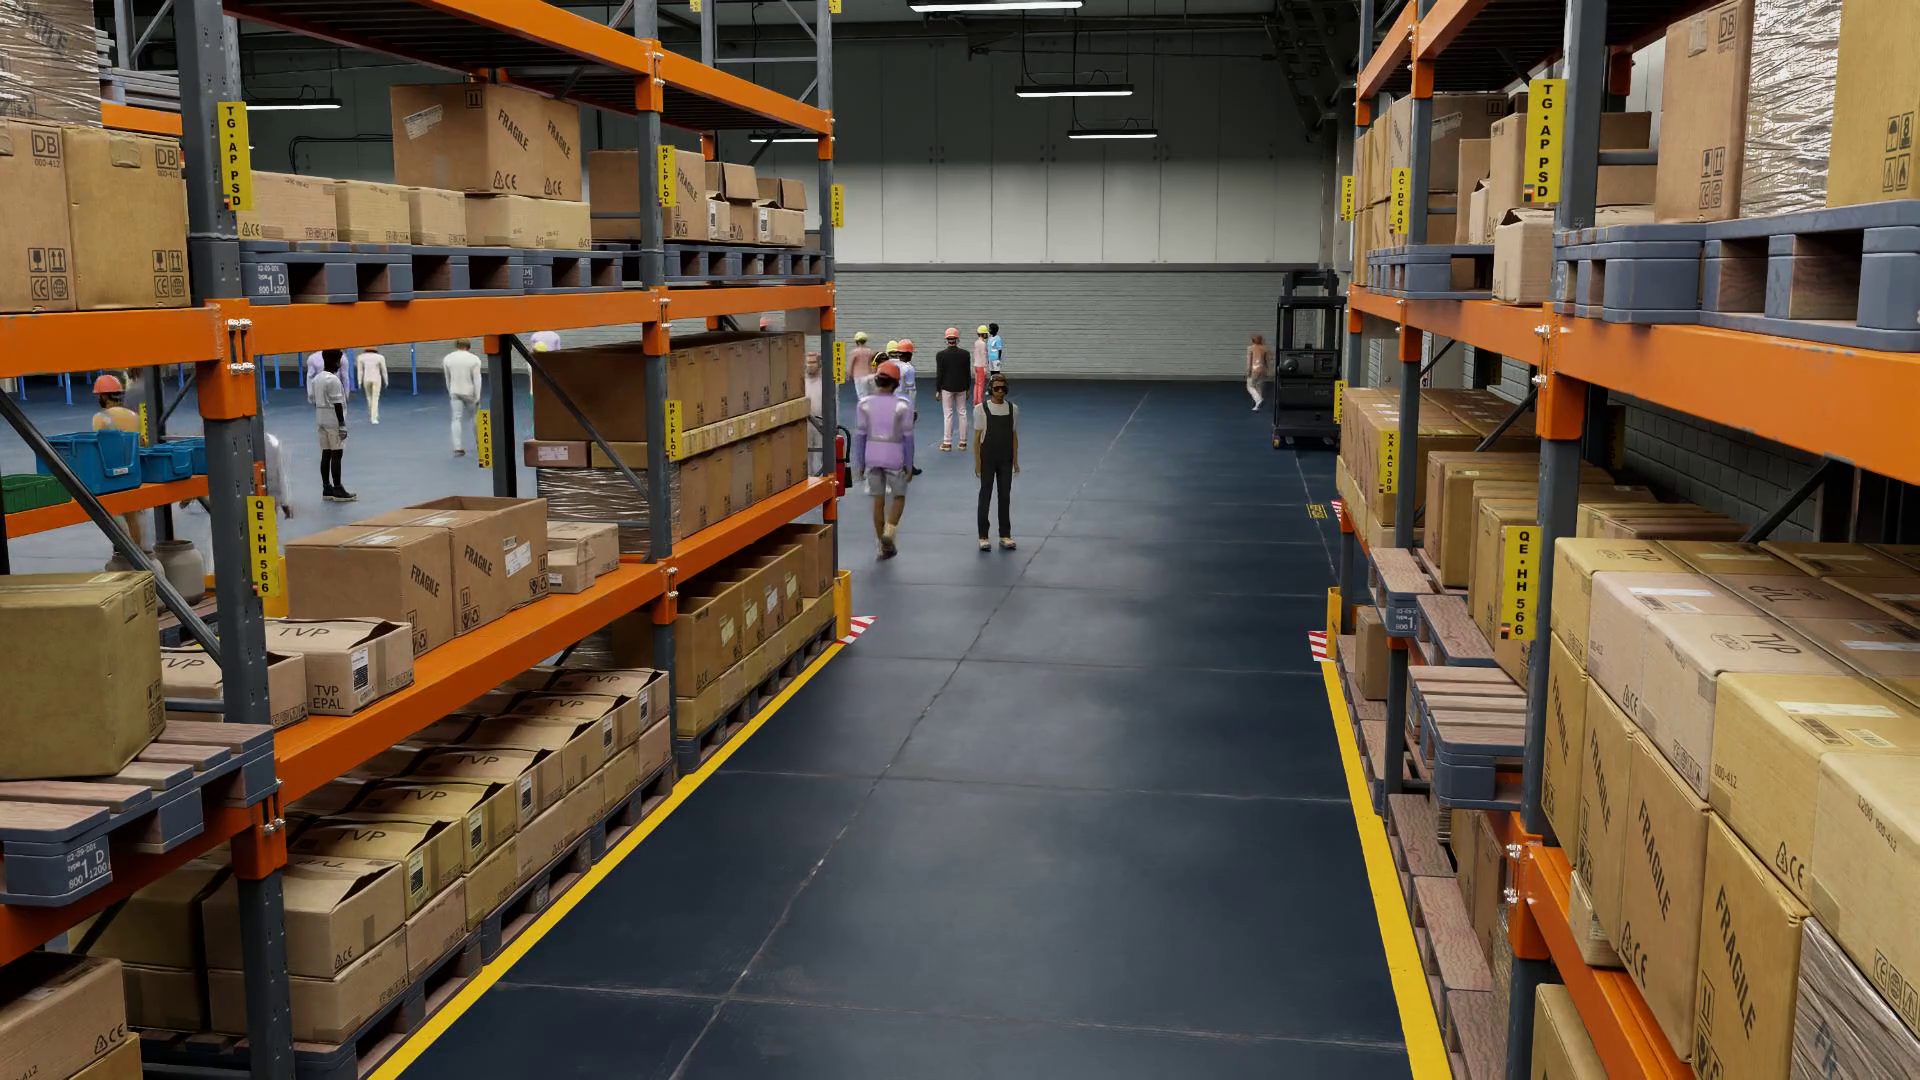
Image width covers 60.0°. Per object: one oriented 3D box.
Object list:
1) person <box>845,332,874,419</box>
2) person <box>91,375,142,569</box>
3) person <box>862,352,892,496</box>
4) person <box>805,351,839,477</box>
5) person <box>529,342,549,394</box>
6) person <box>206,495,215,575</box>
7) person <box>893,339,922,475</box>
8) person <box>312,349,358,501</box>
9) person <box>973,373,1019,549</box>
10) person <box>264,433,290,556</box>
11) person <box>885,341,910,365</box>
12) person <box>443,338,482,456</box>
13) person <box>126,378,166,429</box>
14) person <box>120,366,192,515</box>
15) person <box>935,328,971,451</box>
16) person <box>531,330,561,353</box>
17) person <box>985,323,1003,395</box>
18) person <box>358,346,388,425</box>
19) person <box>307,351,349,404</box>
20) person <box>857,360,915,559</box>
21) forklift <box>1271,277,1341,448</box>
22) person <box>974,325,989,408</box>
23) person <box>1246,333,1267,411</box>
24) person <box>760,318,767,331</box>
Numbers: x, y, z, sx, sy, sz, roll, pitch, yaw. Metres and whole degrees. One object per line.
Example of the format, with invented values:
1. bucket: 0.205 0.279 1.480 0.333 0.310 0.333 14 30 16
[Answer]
1. person: -1.972 -3.136 32.103 0.527 1.740 0.770 -8 12 -39
2. person: -8.186 -0.638 16.129 0.482 1.916 0.577 3 10 16
3. person: -1.059 -1.531 21.808 0.328 1.865 0.520 7 11 37
4. person: -1.885 -1.502 21.535 0.646 1.894 0.564 1 9 6
5. person: -6.883 -2.383 27.394 0.543 1.763 0.353 7 12 38
6. person: -6.737 -0.374 15.454 0.530 1.607 0.681 7 11 36
7. person: -0.795 -1.920 23.977 0.358 1.937 0.549 -8 12 -41
8. person: -8.011 -1.488 21.246 0.604 1.959 0.378 9 13 42
9. person: 0.390 -0.831 17.544 0.508 1.846 0.345 -4 10 -21
10. person: -6.275 -0.357 14.848 0.968 1.783 0.602 5 10 28
11. person: -1.032 -2.197 26.036 0.660 1.826 0.428 -4 10 -23
12. person: -7.894 -2.322 26.605 0.636 1.892 0.991 1 9 3
13. person: -12.067 -1.997 24.798 0.680 1.819 0.654 -8 12 -40
14. person: -9.764 -1.266 20.022 0.830 1.920 0.637 -1 9 -7
15. person: -0.116 -2.461 27.155 0.610 1.989 0.392 -3 10 -21
16. person: -9.026 -3.879 36.315 0.643 1.857 0.988 -2 10 -14
17. person: 0.808 -4.221 38.917 0.322 1.694 0.531 -5 10 -28
18. person: -11.231 -3.021 31.849 0.524 1.584 0.870 -1 9 -3
19. person: -10.219 -2.381 26.970 0.633 1.900 0.995 -1 9 -6
20. person: -0.756 -0.804 16.843 0.607 2.027 0.517 2 9 13
21. forklift: 5.847 -3.016 27.970 1.129 2.768 1.873 1 9 9
22. person: 0.470 -3.648 35.162 0.319 1.767 0.534 -3 10 -19
23. person: 6.198 -3.497 34.648 0.551 1.619 0.410 -5 11 -30
24. person: -4.313 -3.838 35.961 0.566 1.890 0.902 7 12 38
